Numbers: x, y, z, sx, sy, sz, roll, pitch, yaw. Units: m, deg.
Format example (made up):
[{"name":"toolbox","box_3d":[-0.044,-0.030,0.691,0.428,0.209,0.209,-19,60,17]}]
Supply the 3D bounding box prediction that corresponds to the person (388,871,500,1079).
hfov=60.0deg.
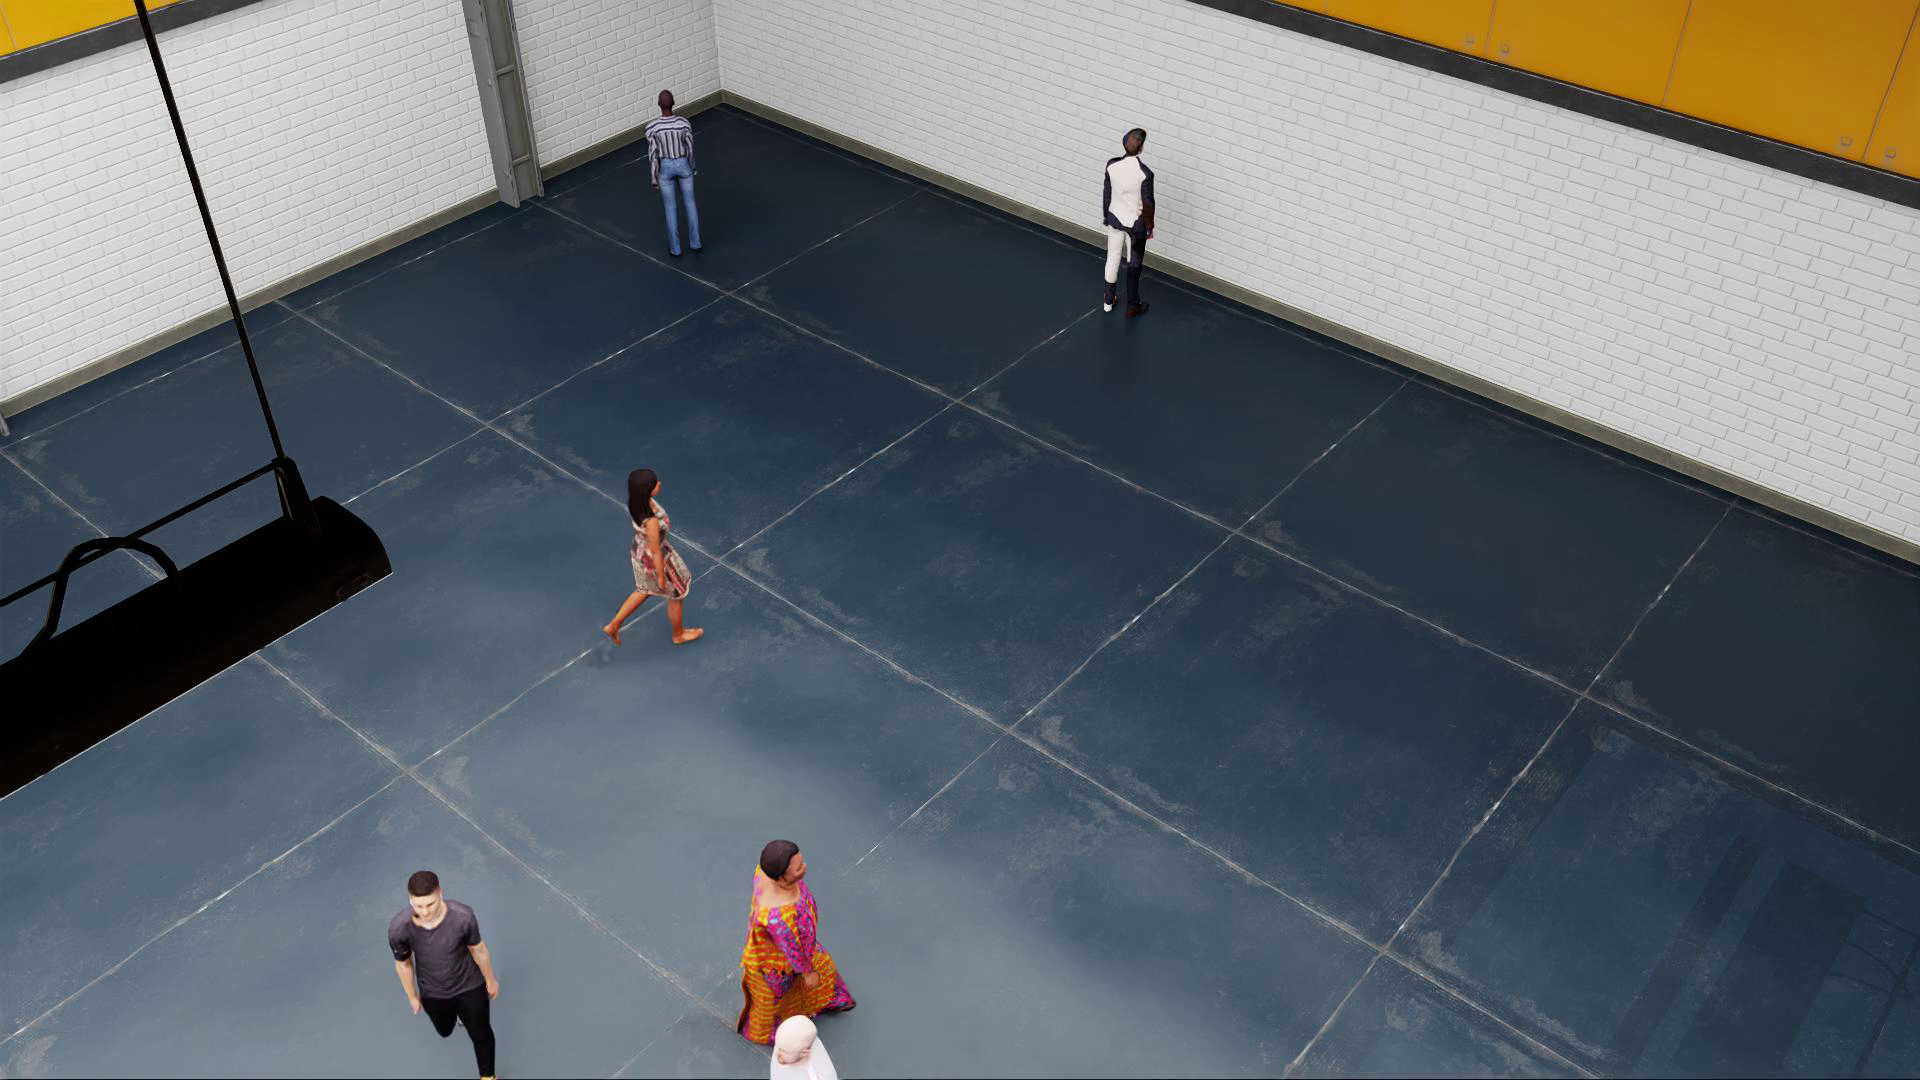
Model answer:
[{"name":"person","box_3d":[-2.812,2.386,9.215,1.036,1.744,1.046,-8,39,-10]}]

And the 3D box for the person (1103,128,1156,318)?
[{"name":"person","box_3d":[1.599,-3.035,15.886,0.723,1.891,0.624,21,43,25]}]

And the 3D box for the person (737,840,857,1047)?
[{"name":"person","box_3d":[-1.072,2.294,9.411,1.045,1.644,0.999,-1,39,-1]}]

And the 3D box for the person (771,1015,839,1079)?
[{"name":"person","box_3d":[-0.687,2.966,8.440,1.134,1.805,0.937,-17,42,-20]}]

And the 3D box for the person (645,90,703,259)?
[{"name":"person","box_3d":[-2.870,-3.683,16.774,0.637,1.796,0.758,-13,40,-16]}]

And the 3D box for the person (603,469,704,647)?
[{"name":"person","box_3d":[-2.302,0.170,12.084,1.049,1.627,0.841,-20,43,-23]}]
